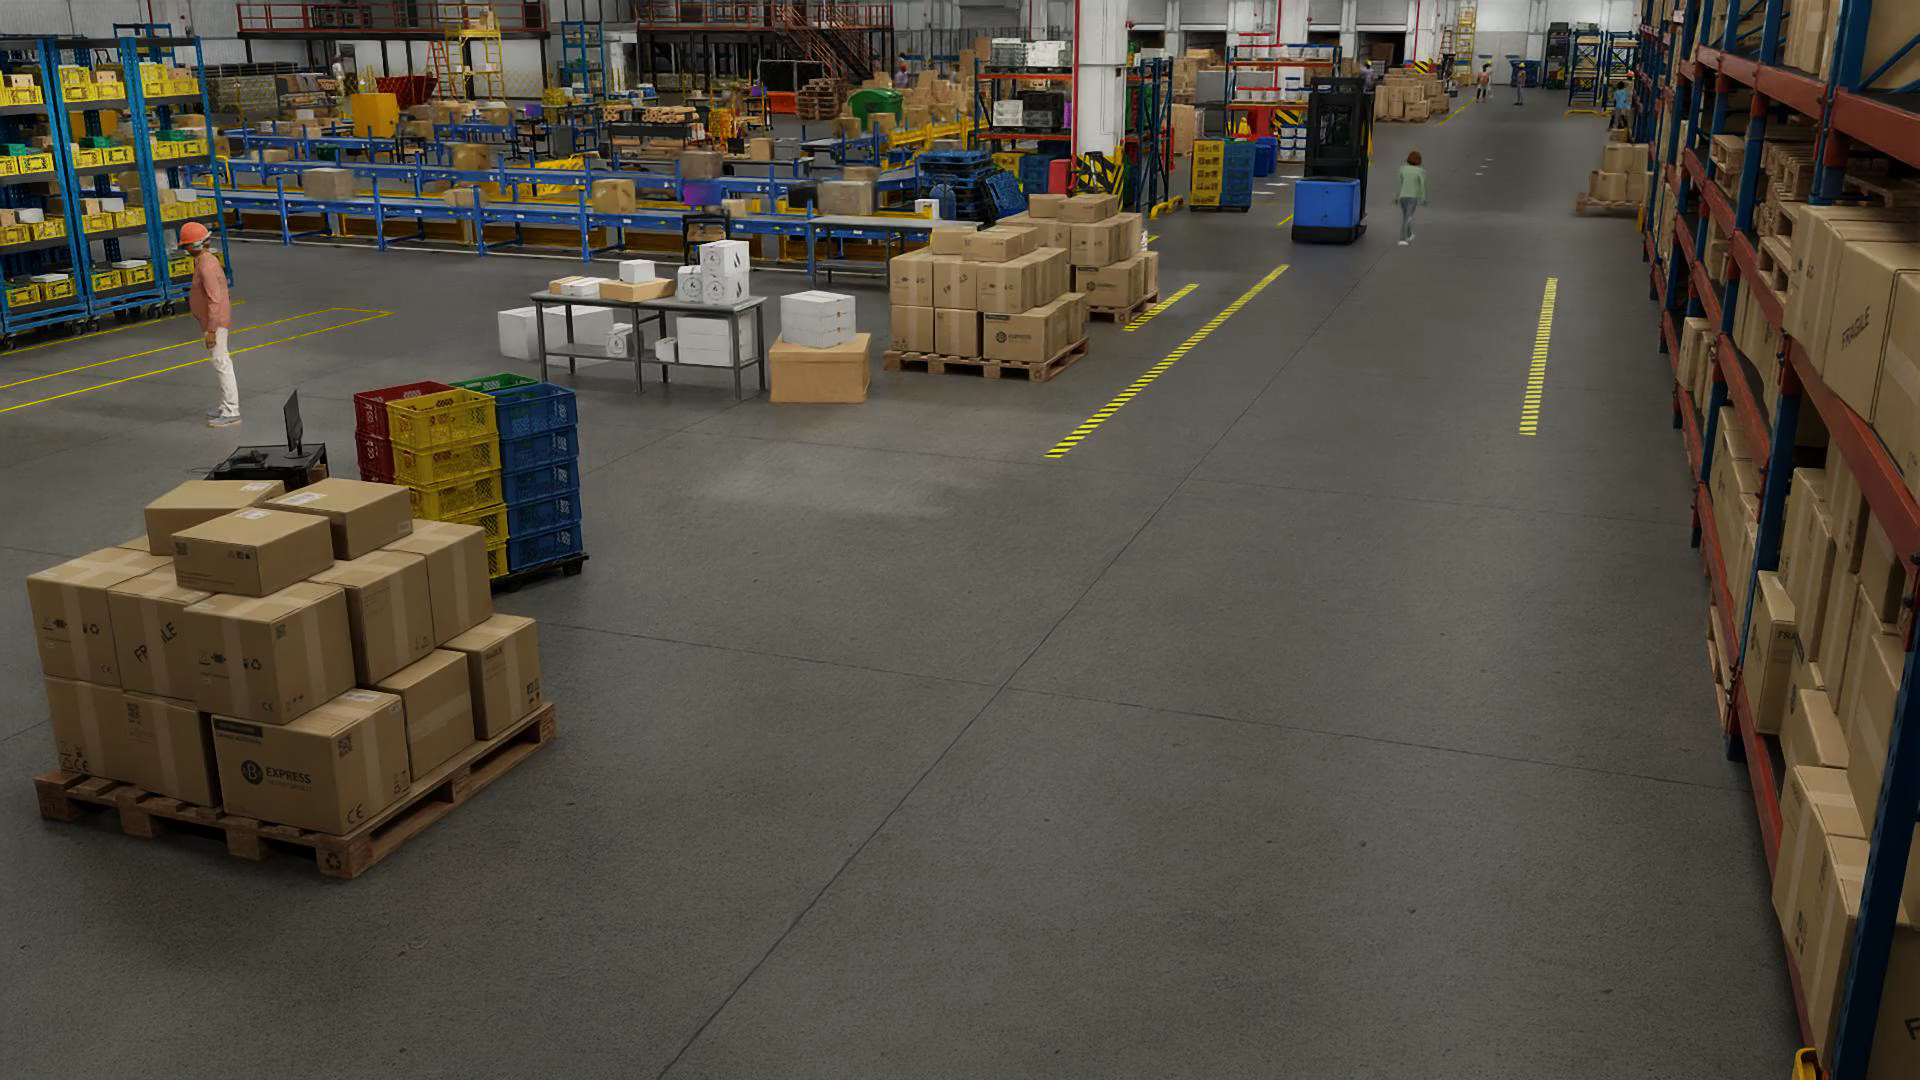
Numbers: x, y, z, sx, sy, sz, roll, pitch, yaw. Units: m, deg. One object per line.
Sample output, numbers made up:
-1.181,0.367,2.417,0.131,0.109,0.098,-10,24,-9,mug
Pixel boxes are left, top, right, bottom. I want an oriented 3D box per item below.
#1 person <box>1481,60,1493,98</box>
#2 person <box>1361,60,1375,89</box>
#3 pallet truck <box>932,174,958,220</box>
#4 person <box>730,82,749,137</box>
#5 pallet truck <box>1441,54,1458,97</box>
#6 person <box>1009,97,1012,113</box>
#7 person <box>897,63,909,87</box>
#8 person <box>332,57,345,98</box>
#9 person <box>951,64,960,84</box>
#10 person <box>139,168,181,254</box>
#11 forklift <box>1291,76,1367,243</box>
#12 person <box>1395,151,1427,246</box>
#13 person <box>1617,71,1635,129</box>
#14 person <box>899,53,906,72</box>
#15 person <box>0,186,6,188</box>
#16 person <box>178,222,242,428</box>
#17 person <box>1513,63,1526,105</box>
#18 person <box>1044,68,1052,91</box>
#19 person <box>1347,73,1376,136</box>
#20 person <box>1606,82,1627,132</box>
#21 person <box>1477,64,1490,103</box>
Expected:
24.702,-21.557,77.789,0.488,1.708,0.842,-11,21,-31,person
17.570,-19.661,71.563,0.591,1.881,0.962,-9,20,-25,person
-0.507,-5.292,27.348,0.653,1.274,1.630,6,19,19,pallet truck
-7.227,-13.969,53.933,0.911,1.721,0.524,9,20,26,person
22.765,-21.886,78.355,0.823,1.965,1.885,-4,18,-14,pallet truck
1.477,-11.428,46.022,0.539,1.676,0.695,7,19,21,person
-2.106,-17.251,63.758,0.833,2.007,0.625,6,19,19,person
-29.099,-21.539,77.505,0.924,1.843,0.611,6,19,19,person
-0.121,-18.769,68.864,0.799,1.811,0.599,2,18,5,person
-11.941,-4.834,24.942,0.543,1.892,0.667,11,21,30,person
6.598,-6.755,29.381,1.129,2.768,1.873,6,19,19,forklift
7.863,-5.943,28.921,0.521,1.587,0.841,15,23,40,person
22.988,-15.159,57.316,0.373,1.934,0.551,-10,20,-29,person
-3.028,-24.723,87.548,0.468,1.830,0.634,-3,18,-9,person
-17.264,-6.279,29.586,0.593,1.832,0.403,-2,18,-7,person
-7.288,-2.091,16.179,0.393,1.985,0.611,-7,19,-22,person
24.165,-19.666,71.758,0.325,1.766,0.532,-4,18,-12,person
4.318,-23.657,84.023,0.627,1.935,0.371,-5,18,-14,person
13.034,-14.206,54.154,1.058,2.000,0.683,15,23,39,person
22.144,-14.522,55.773,0.543,1.661,0.860,-6,19,-19,person
23.154,-20.214,73.633,0.529,1.669,0.759,6,19,19,person
